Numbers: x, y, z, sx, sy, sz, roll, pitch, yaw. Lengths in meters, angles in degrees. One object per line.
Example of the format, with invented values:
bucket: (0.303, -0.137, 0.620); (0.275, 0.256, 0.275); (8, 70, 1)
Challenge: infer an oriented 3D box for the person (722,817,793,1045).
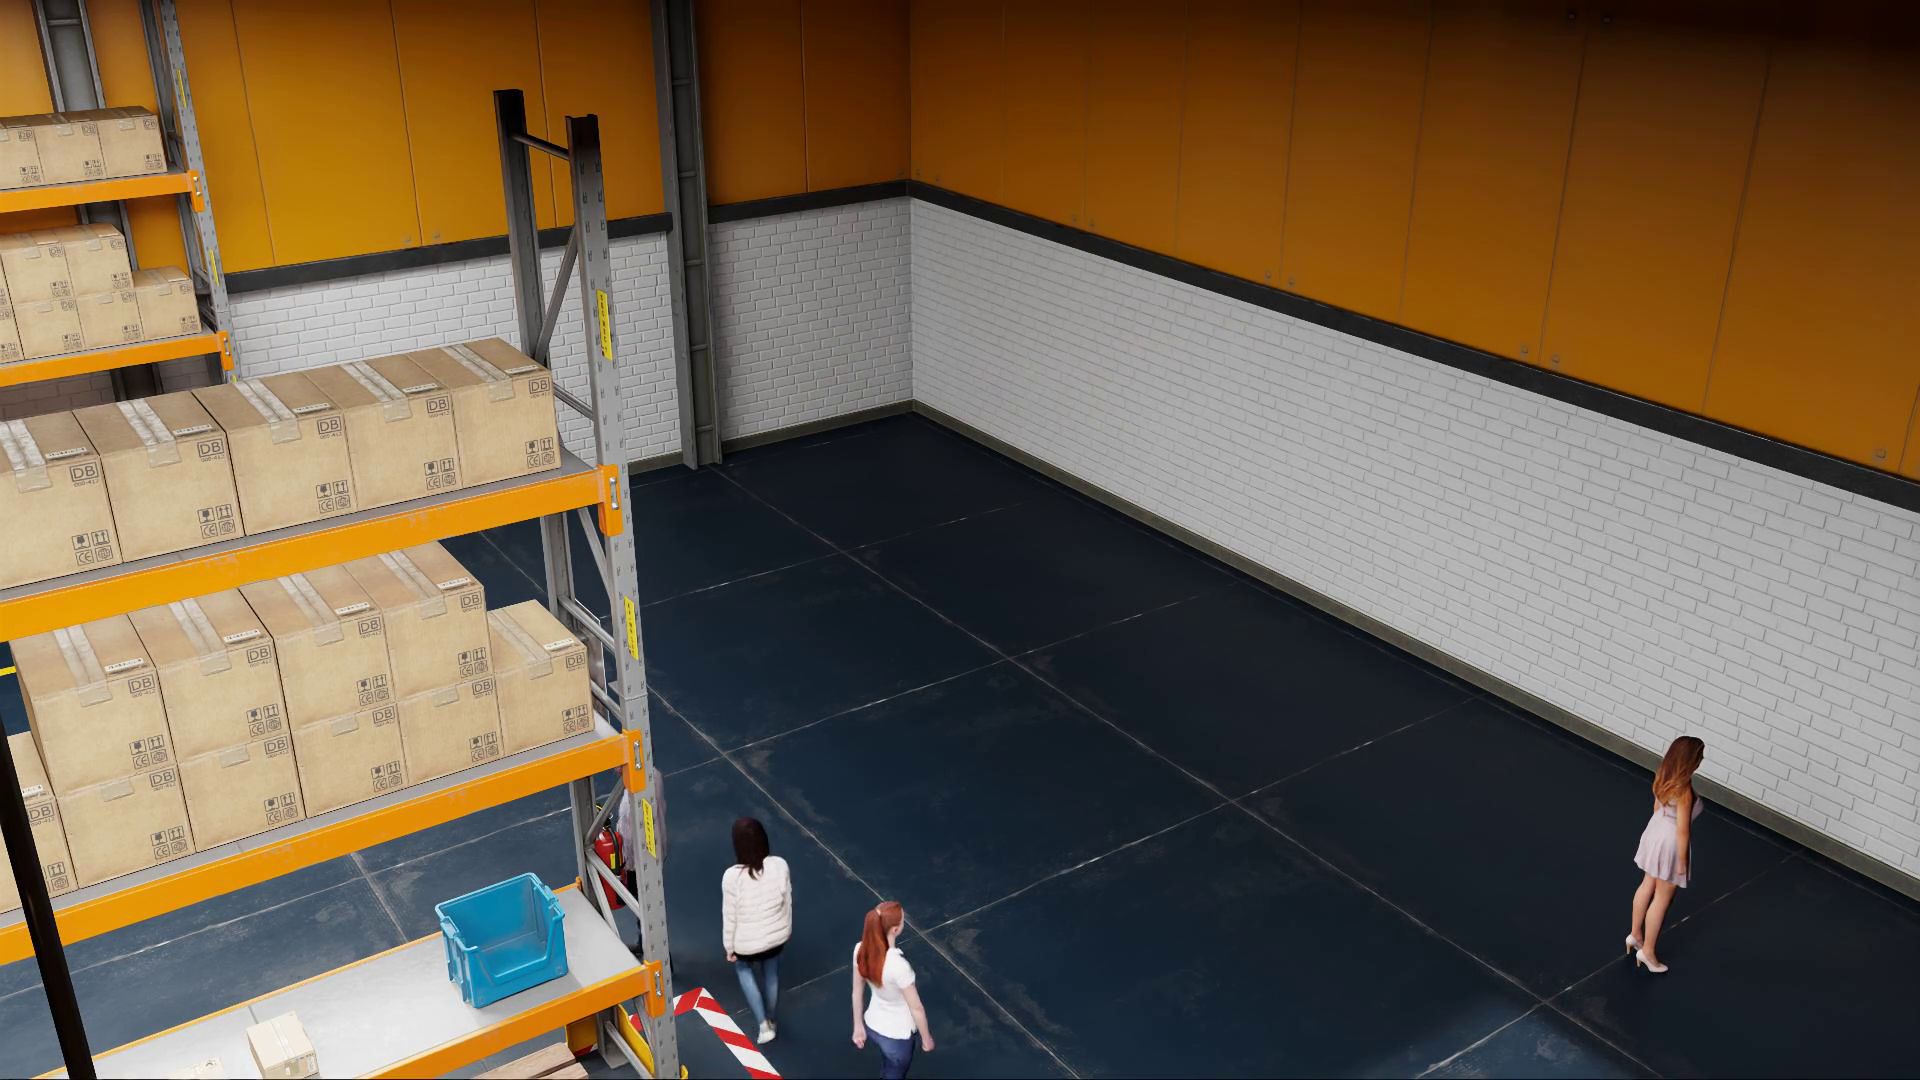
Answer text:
person: (-1.230, 2.495, 10.379); (0.713, 1.623, 0.778); (-10, 26, -22)

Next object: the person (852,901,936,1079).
person: (-0.467, 2.847, 9.447); (0.642, 1.724, 0.607); (-21, 31, -40)

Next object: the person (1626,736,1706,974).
person: (4.724, 2.085, 11.135); (0.721, 1.770, 0.676); (-1, 24, -2)

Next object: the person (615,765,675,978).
person: (-2.015, 2.117, 10.985); (0.905, 1.831, 0.845); (4, 24, 10)
